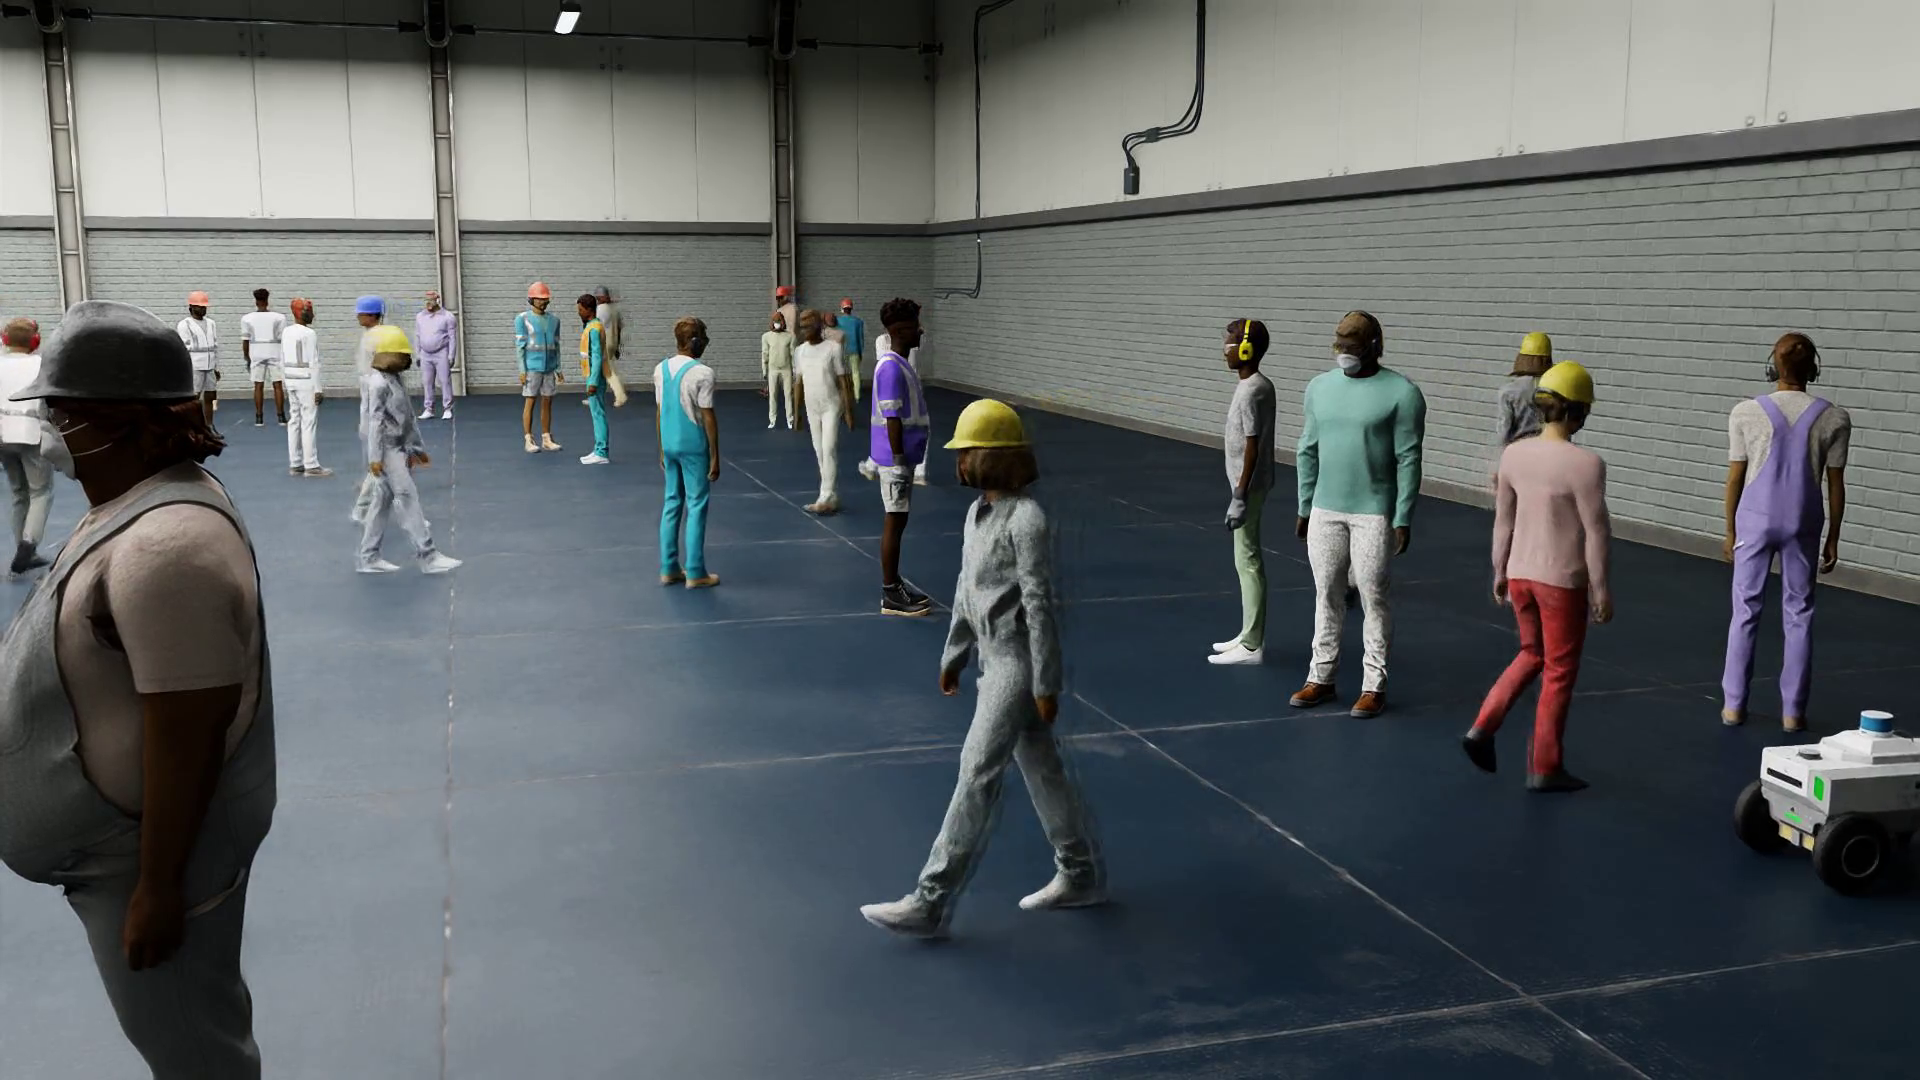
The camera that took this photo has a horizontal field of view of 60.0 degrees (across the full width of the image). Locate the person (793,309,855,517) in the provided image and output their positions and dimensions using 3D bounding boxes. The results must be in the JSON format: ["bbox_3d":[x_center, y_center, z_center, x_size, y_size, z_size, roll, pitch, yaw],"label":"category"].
[{"bbox_3d":[-1.251,-1.101,14.601,0.607,1.804,0.775,5,10,31],"label":"person"}]

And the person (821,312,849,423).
[{"bbox_3d":[-1.846,-2.432,23.642,0.513,1.622,0.374,-6,11,-33],"label":"person"}]

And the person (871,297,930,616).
[{"bbox_3d":[-0.368,-0.519,10.355,0.367,1.966,0.607,0,9,0],"label":"person"}]

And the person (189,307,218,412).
[{"bbox_3d":[-11.921,-2.847,26.097,0.532,1.691,0.322,-1,9,-4],"label":"person"}]

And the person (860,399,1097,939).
[{"bbox_3d":[0.078,0.408,5.287,0.881,1.695,0.509,-3,9,-17],"label":"person"}]

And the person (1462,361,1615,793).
[{"bbox_3d":[2.358,0.163,6.684,0.398,1.755,0.537,-4,10,-23],"label":"person"}]

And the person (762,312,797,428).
[{"bbox_3d":[-2.510,-2.361,23.196,0.498,1.627,0.280,0,9,-2],"label":"person"}]

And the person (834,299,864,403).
[{"bbox_3d":[-1.899,-3.185,28.034,0.563,1.752,0.341,-4,10,-21],"label":"person"}]

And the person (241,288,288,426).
[{"bbox_3d":[-9.861,-2.592,23.624,0.611,1.959,0.378,-3,9,-17],"label":"person"}]

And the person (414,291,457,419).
[{"bbox_3d":[-7.806,-2.741,24.720,0.641,1.908,0.407,1,9,8],"label":"person"}]

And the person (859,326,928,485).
[{"bbox_3d":[-0.657,-1.495,17.000,0.586,1.829,0.970,-7,11,-38],"label":"person"}]

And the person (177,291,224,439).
[{"bbox_3d":[-9.764,-2.233,21.429,0.388,1.930,0.539,4,10,23],"label":"person"}]

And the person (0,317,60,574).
[{"bbox_3d":[-6.624,-0.655,11.696,0.578,1.824,0.711,-1,9,-6],"label":"person"}]

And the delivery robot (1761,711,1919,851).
[{"bbox_3d":[3.206,0.844,5.844,0.707,0.478,0.477,-2,9,-11],"label":"delivery robot"}]

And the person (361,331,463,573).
[{"bbox_3d":[-3.884,-0.606,11.705,0.834,1.705,0.507,0,9,0],"label":"person"}]

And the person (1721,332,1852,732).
[{"bbox_3d":[3.783,-0.029,7.665,0.501,1.839,0.344,3,10,21],"label":"person"}]

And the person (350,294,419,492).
[{"bbox_3d":[-5.665,-1.434,16.290,0.553,1.935,0.626,-6,10,-31],"label":"person"}]

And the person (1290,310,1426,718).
[{"bbox_3d":[1.883,-0.123,7.936,0.627,1.934,0.372,7,12,39],"label":"person"}]

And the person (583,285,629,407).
[{"bbox_3d":[-5.805,-3.205,27.253,0.989,2.000,0.674,3,9,19],"label":"person"}]

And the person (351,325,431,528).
[{"bbox_3d":[-4.803,-0.941,13.933,0.721,1.722,0.502,-1,9,-4],"label":"person"}]

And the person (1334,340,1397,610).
[{"bbox_3d":[2.492,-0.467,10.638,0.599,1.771,0.956,5,10,31],"label":"person"}]

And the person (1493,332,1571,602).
[{"bbox_3d":[3.675,-0.464,10.709,0.486,1.744,0.310,0,9,1],"label":"person"}]

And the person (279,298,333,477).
[{"bbox_3d":[-6.930,-1.608,17.561,0.584,1.882,0.337,7,11,36],"label":"person"}]

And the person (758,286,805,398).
[{"bbox_3d":[-3.094,-3.431,28.946,0.955,1.947,0.635,-8,12,-42],"label":"person"}]

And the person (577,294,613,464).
[{"bbox_3d":[-4.121,-1.814,18.789,0.392,1.914,0.587,-2,9,-13],"label":"person"}]

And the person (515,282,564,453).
[{"bbox_3d":[-5.044,-2.075,20.034,0.388,2.045,0.605,8,12,43],"label":"person"}]

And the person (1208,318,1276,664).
[{"bbox_3d":[1.534,-0.258,8.996,0.329,1.872,0.508,3,9,16],"label":"person"}]

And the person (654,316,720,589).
[{"bbox_3d":[-1.825,-0.580,11.179,0.518,1.835,0.350,6,10,32],"label":"person"}]
